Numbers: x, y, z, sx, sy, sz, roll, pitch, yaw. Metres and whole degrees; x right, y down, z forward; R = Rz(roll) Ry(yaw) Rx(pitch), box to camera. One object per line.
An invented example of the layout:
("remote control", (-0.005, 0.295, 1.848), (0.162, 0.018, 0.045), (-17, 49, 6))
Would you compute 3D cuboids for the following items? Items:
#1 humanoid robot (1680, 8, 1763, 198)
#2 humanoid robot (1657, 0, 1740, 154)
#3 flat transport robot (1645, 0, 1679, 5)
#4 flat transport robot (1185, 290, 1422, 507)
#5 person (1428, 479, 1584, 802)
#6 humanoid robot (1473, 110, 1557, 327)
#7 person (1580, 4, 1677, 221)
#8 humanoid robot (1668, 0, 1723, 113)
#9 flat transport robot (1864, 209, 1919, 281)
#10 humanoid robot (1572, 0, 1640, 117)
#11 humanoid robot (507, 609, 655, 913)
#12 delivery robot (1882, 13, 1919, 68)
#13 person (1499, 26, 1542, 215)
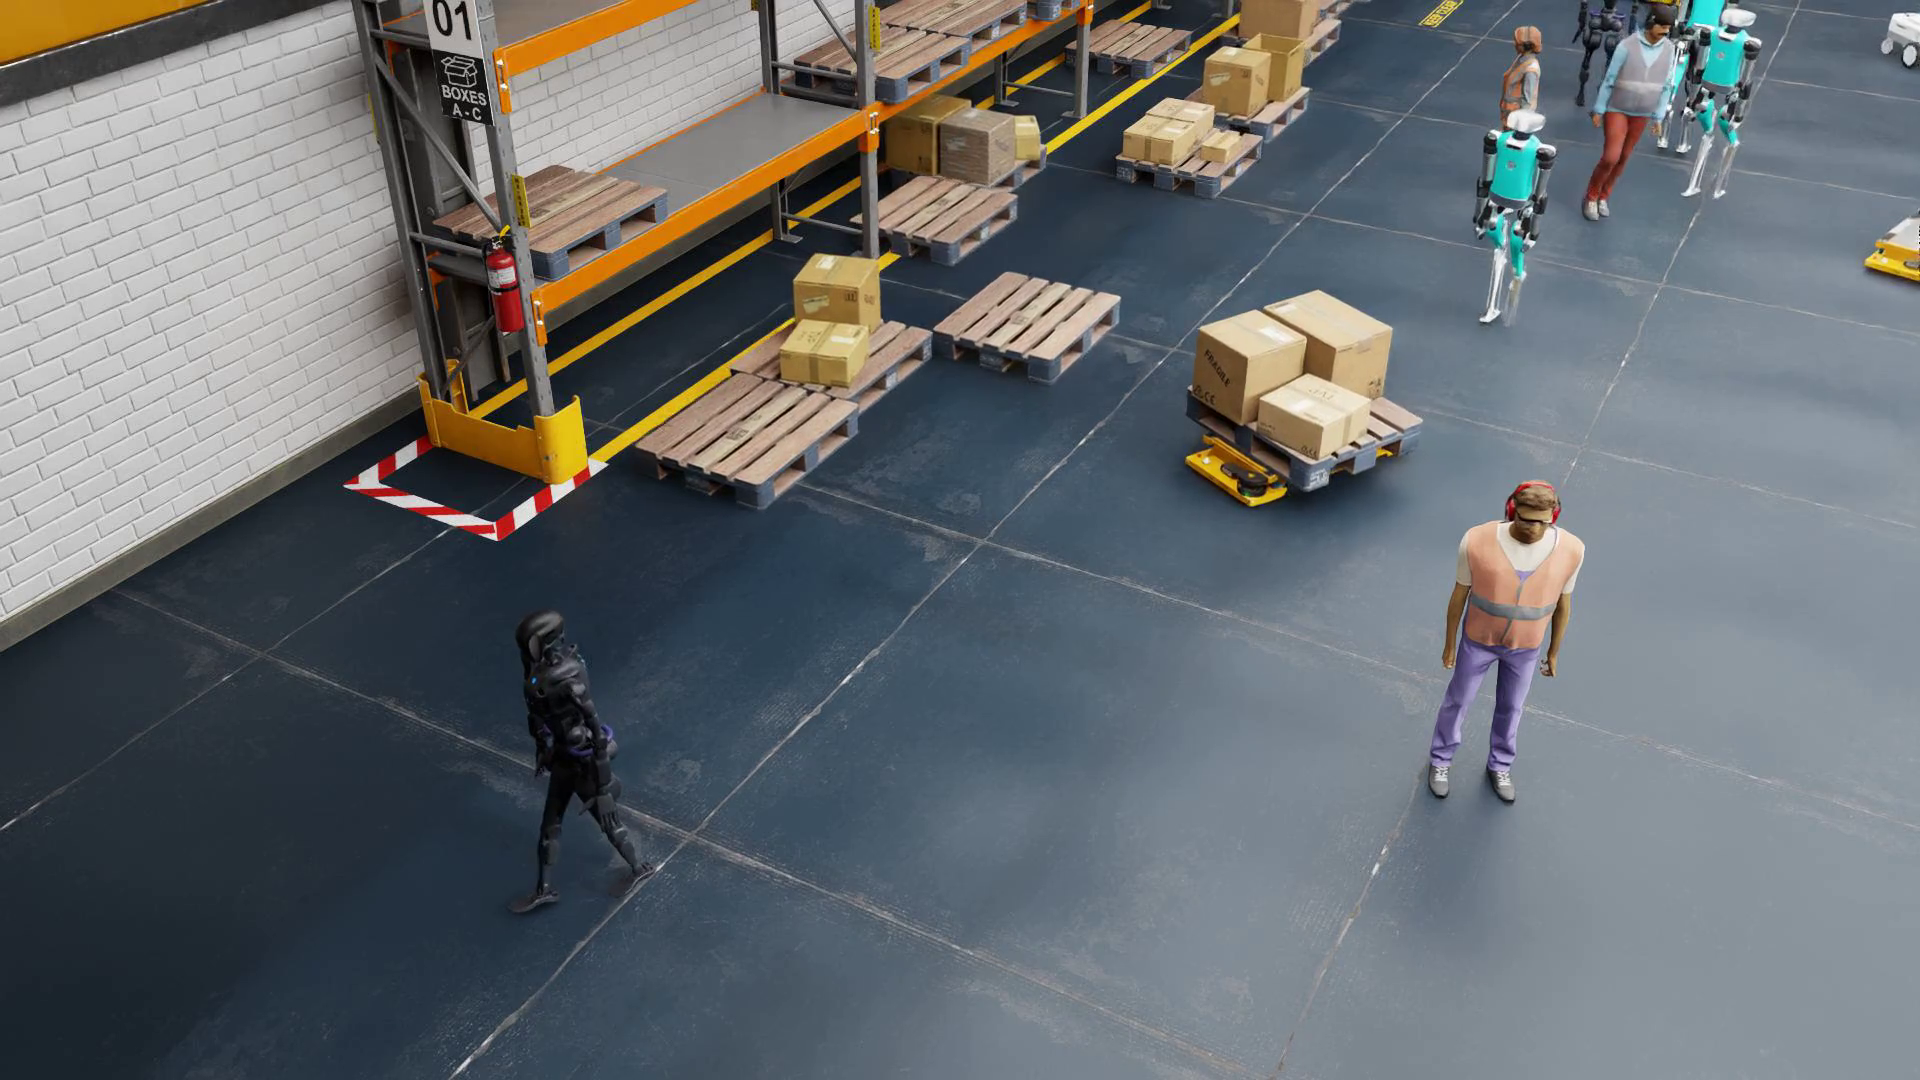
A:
("humanoid robot", (6.746, -3.807, 14.617), (0.849, 1.802, 0.560), (-25, 41, -33))
("humanoid robot", (6.809, -4.448, 15.471), (0.531, 1.721, 0.712), (16, 37, 23))
("flat transport robot", (8.860, -6.903, 20.591), (0.659, 0.231, 1.431), (21, 39, 29))
("flat transport robot", (2.269, -0.629, 11.100), (1.431, 0.231, 0.659), (-20, 38, -27))
("person", (2.607, 0.473, 8.016), (0.559, 1.836, 0.390), (4, 34, 6))
("humanoid robot", (4.165, -2.361, 12.470), (0.545, 1.862, 0.768), (25, 41, 32))
("person", (5.726, -3.626, 14.194), (0.563, 1.853, 0.609), (-2, 34, -3))
("humanoid robot", (7.211, -5.003, 16.448), (0.601, 1.661, 0.341), (-3, 34, -4))
("flat transport robot", (8.170, -2.468, 13.882), (0.659, 0.231, 1.431), (29, 43, 36))
("humanoid robot", (6.443, -5.095, 16.587), (0.599, 1.637, 0.535), (16, 37, 23))
("humanoid robot", (-1.742, 1.014, 7.357), (0.675, 1.634, 0.615), (-29, 43, -36))
("delivery robot", (10.525, -5.505, 18.225), (0.499, 0.603, 0.803), (-5, 34, -8))
("person", (4.805, -3.632, 14.398), (0.309, 1.639, 0.514), (4, 34, 6))
